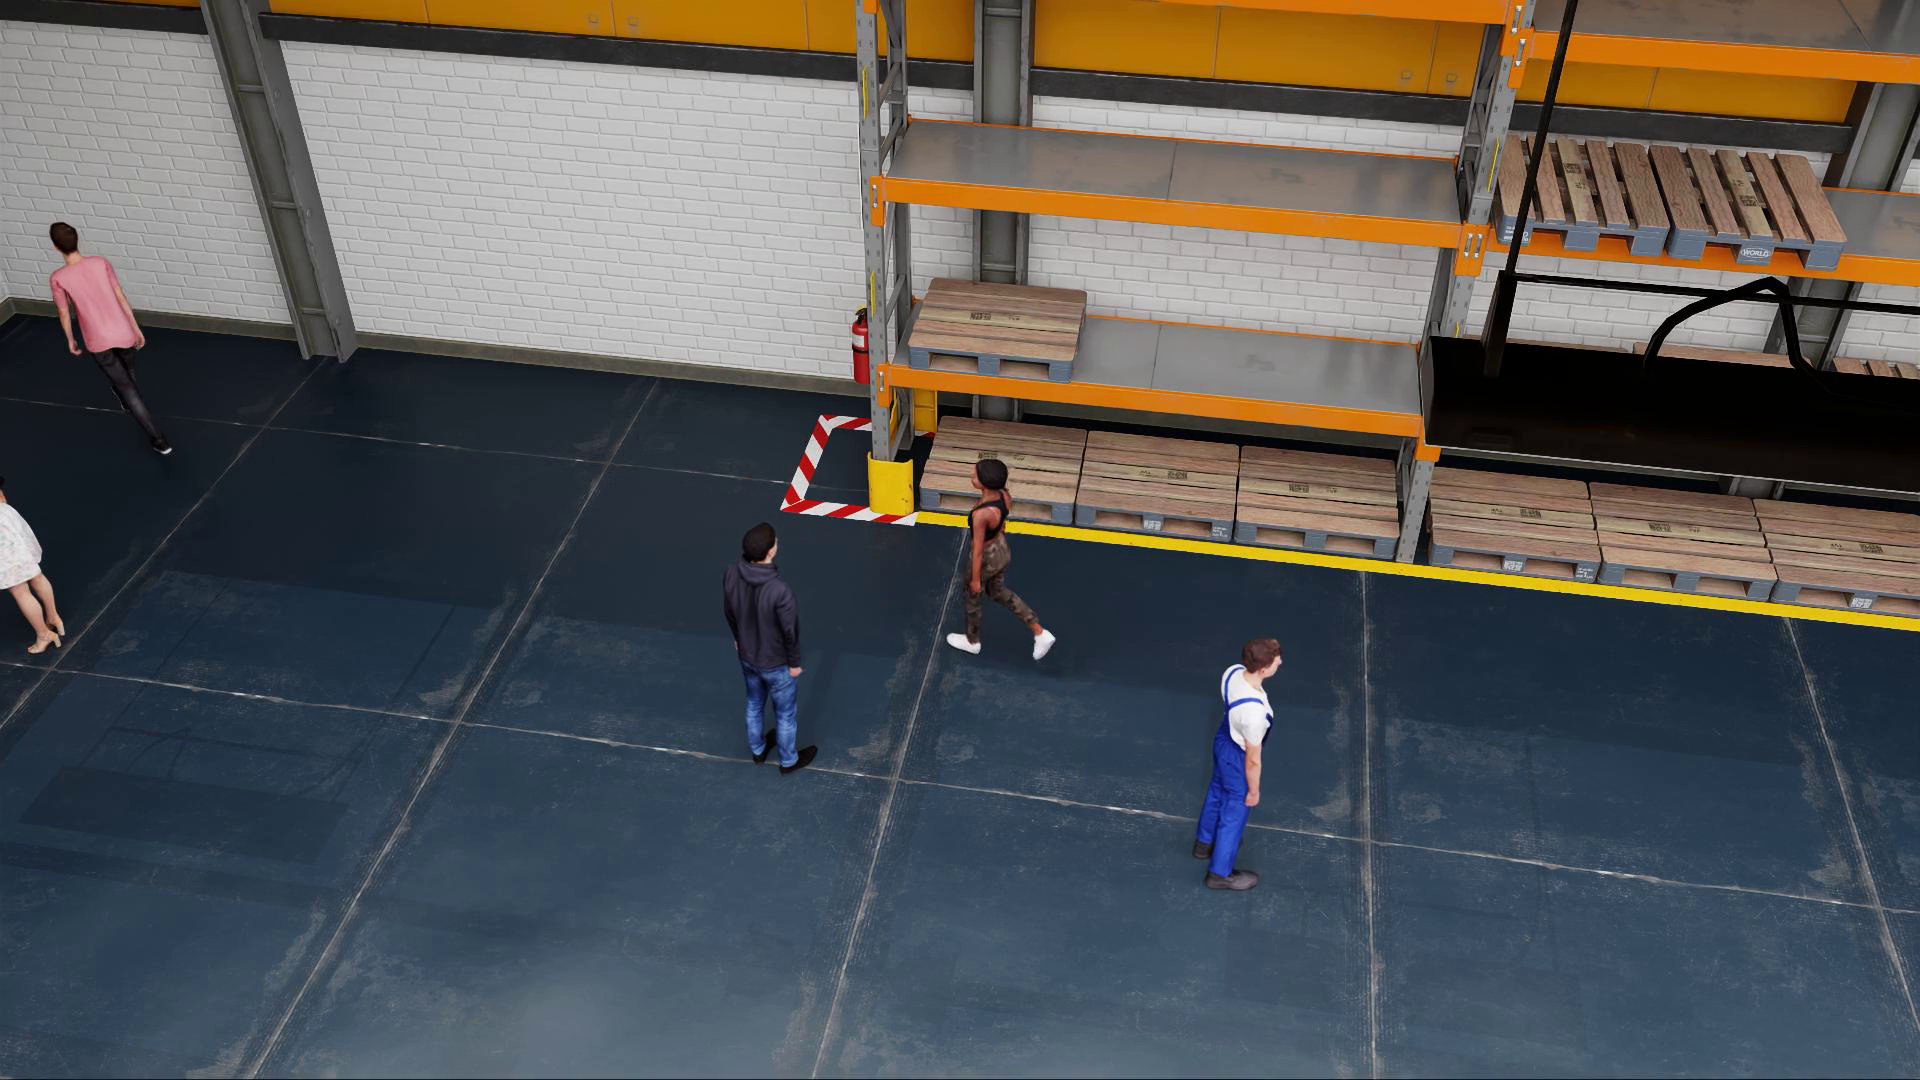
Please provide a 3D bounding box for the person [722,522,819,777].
[{"bbox_3d":[-1.203,0.695,10.292,0.650,1.893,0.806,22,43,25],"label":"person"}]

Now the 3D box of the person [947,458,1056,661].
[{"bbox_3d":[0.265,0.178,11.113,1.091,1.677,0.784,18,42,21],"label":"person"}]

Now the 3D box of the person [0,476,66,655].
[{"bbox_3d":[-6.465,0.024,11.227,0.685,1.774,0.691,0,39,0],"label":"person"}]

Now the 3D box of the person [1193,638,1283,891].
[{"bbox_3d":[1.594,1.272,9.606,0.667,1.848,0.688,-7,39,-8],"label":"person"}]

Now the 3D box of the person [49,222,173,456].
[{"bbox_3d":[-6.623,-1.512,13.055,1.360,1.894,1.138,32,48,33],"label":"person"}]
